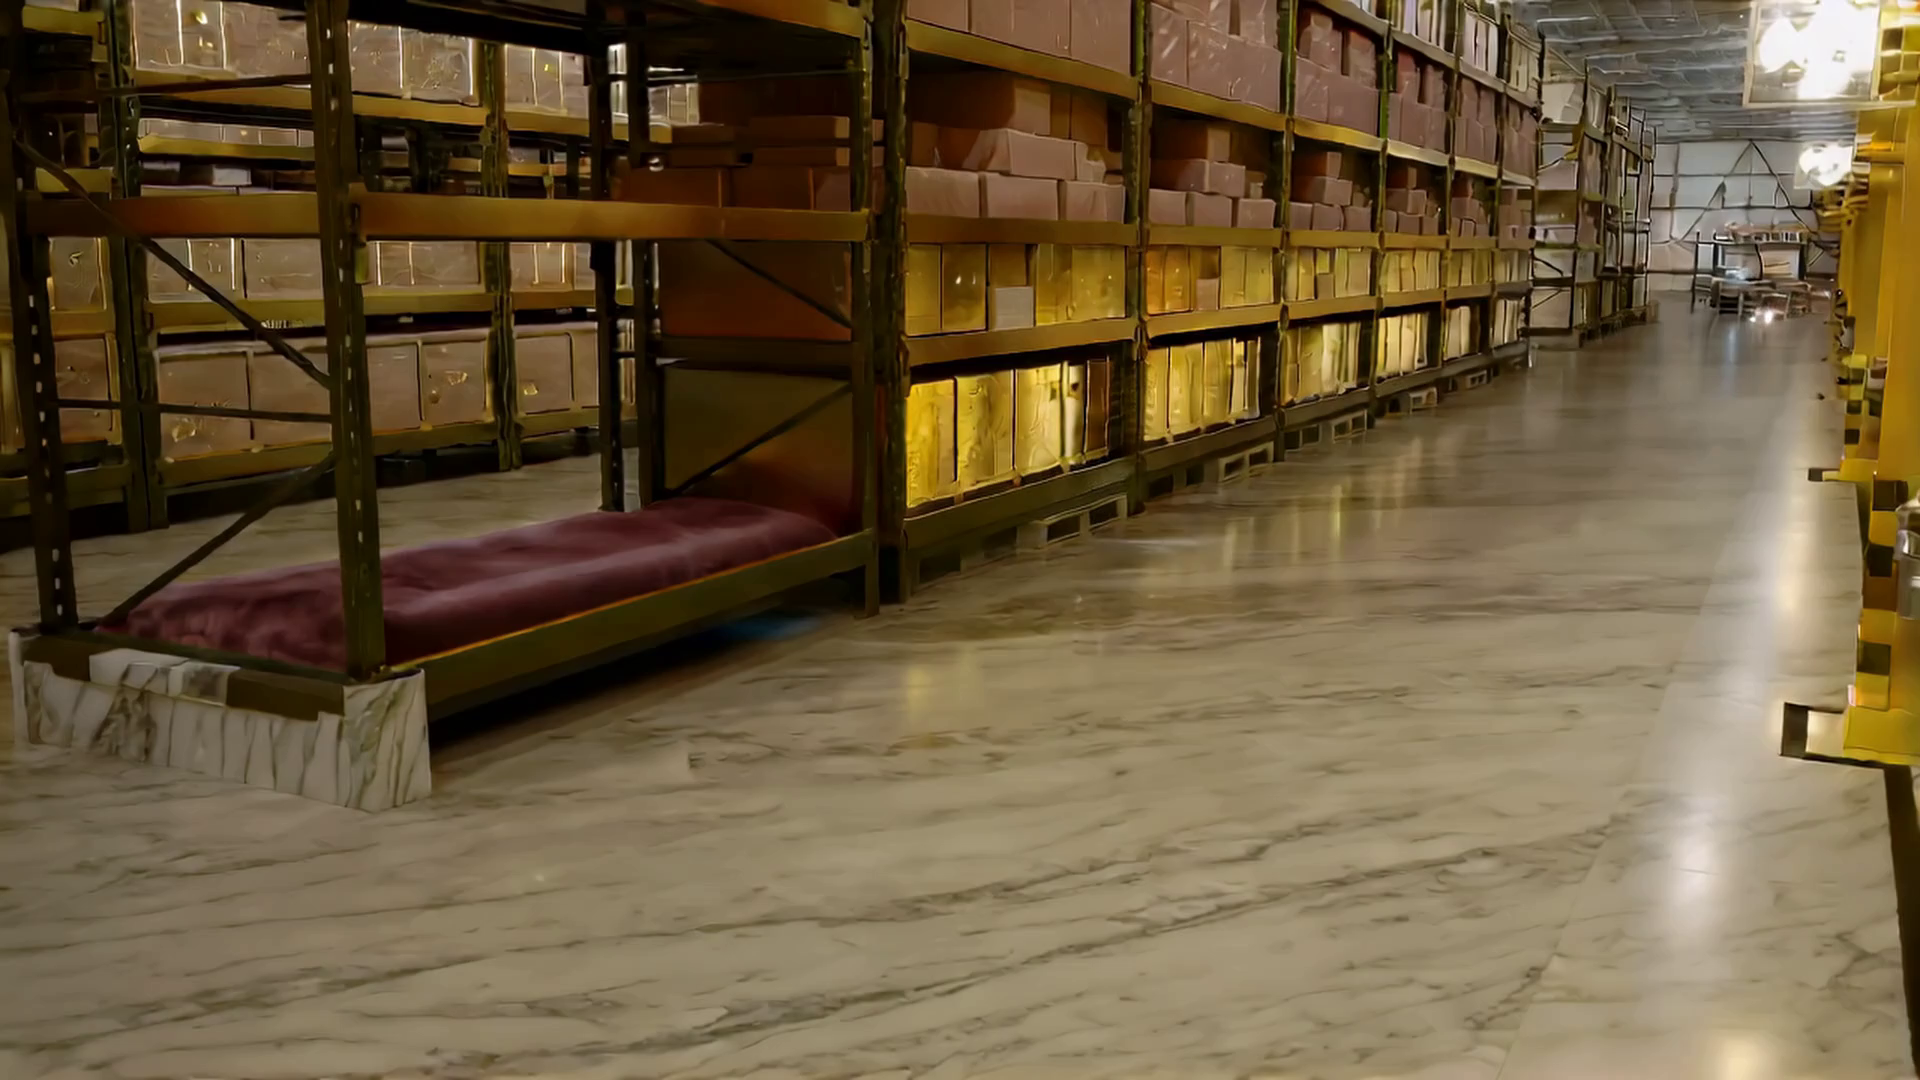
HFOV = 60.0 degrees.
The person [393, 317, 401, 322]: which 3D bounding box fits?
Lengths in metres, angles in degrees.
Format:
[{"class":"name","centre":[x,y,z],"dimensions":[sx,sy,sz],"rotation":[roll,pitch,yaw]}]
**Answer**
[{"class":"person","centre":[-10.479,-3.930,30.686],"dimensions":[0.313,1.639,0.517],"rotation":[-4,11,-23]}]
